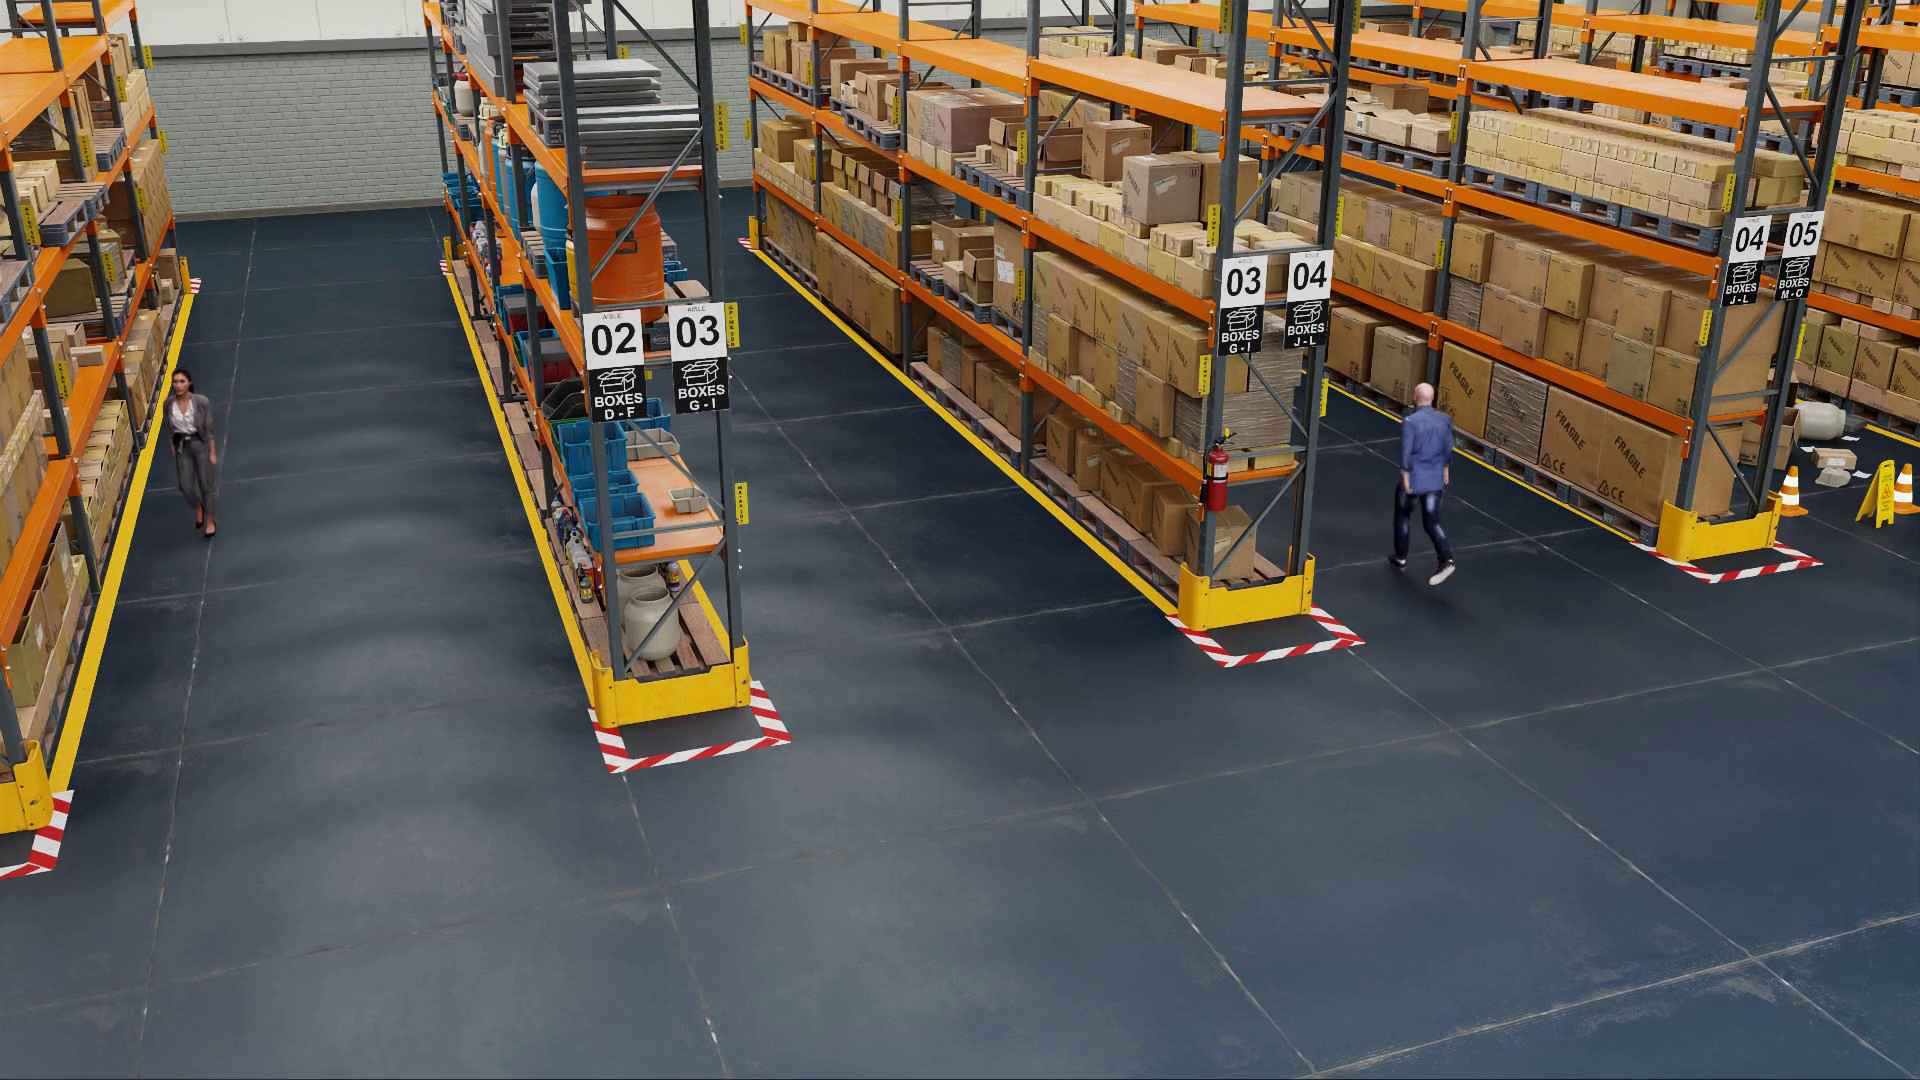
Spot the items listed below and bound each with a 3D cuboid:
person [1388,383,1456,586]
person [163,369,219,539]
[{"bbox_3d":[4.142,-0.445,14.790,0.807,1.775,1.180,-5,23,-13],"label":"person"},{"bbox_3d":[-7.290,-0.849,15.920,0.666,1.668,0.657,-3,22,-6],"label":"person"}]
